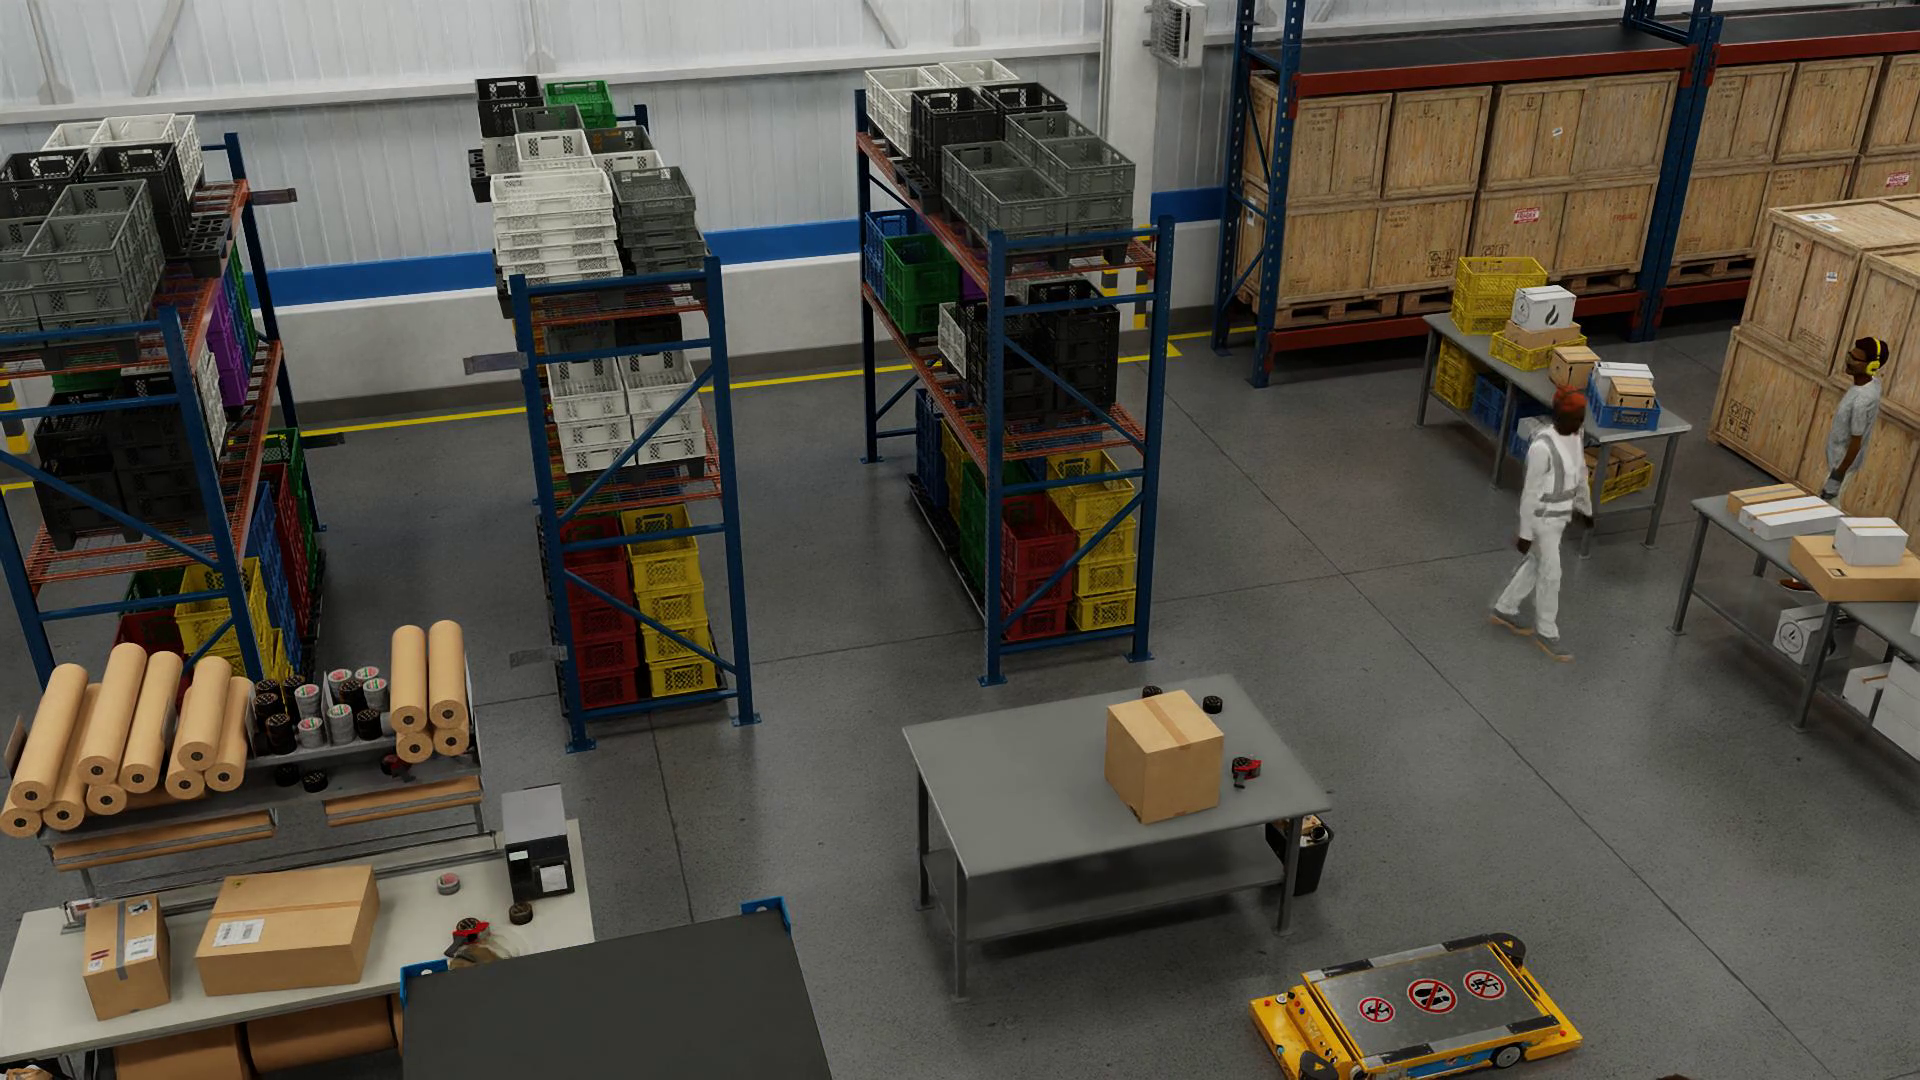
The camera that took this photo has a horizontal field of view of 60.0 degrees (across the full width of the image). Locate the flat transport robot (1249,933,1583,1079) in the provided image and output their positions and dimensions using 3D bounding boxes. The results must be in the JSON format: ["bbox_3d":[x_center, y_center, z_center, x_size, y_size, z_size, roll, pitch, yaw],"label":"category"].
[{"bbox_3d":[2.184,2.282,7.980,1.431,0.197,0.652,-8,30,-14],"label":"flat transport robot"}]

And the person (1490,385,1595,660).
[{"bbox_3d":[3.834,-0.150,10.766,0.638,1.863,0.633,22,36,35],"label":"person"}]

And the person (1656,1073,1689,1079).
[{"bbox_3d":[2.347,2.592,5.812,0.628,1.838,0.429,15,32,25],"label":"person"}]

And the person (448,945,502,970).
[{"bbox_3d":[-1.579,2.169,6.525,0.657,1.896,0.946,22,36,35],"label":"person"}]

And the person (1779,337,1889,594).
[{"bbox_3d":[6.019,-0.517,11.419,0.317,1.876,0.531,15,32,25],"label":"person"}]
